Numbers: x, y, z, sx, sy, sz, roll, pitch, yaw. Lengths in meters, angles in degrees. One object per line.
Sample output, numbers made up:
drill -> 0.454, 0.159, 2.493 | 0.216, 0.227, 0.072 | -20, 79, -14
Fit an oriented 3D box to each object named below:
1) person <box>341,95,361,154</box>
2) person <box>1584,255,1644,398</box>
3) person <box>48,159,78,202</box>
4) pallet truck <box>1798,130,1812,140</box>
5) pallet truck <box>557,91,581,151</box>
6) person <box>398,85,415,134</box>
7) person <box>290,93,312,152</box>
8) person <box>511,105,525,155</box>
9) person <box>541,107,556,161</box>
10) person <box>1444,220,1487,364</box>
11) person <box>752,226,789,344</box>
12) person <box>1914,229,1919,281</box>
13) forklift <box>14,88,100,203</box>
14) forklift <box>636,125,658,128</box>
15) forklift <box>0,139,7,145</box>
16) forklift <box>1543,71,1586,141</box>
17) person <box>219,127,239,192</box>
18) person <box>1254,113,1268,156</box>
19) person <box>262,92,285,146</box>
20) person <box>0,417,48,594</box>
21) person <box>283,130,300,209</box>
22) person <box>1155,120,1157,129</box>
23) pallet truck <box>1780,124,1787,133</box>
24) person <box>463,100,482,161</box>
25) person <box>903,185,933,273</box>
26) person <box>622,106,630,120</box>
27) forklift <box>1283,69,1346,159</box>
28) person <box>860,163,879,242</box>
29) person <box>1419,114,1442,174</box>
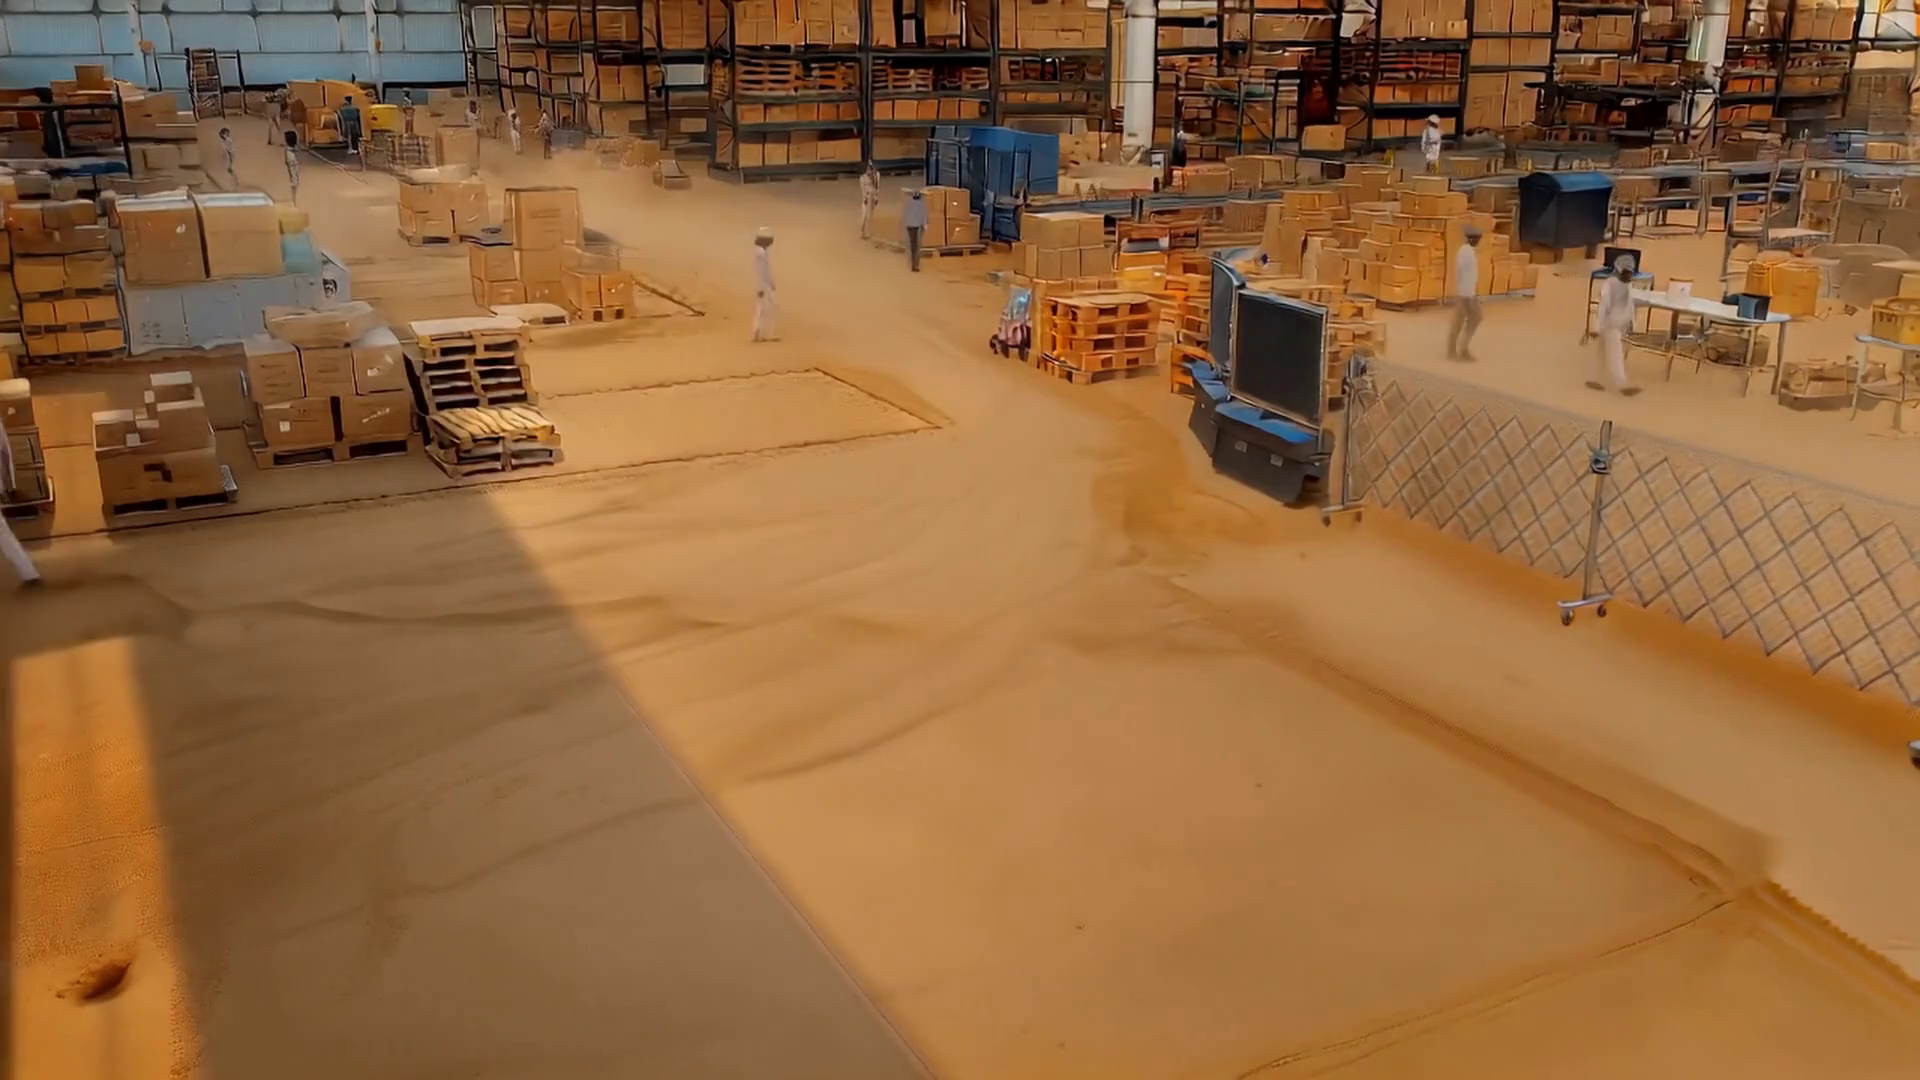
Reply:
person -> -20.482, -13.988, 55.963 | 0.636, 1.937, 0.358 | 9, 20, 26
person -> 8.355, -2.704, 21.020 | 0.623, 1.781, 0.912 | -13, 22, -36
person -> -17.857, -6.711, 33.353 | 0.560, 1.895, 0.786 | 4, 18, 13
pallet truck -> 25.526, -11.556, 49.408 | 1.630, 1.274, 0.653 | -9, 20, -26
pallet truck -> -13.495, -14.412, 57.188 | 0.823, 1.965, 1.885 | -3, 18, -9
person -> -20.972, -16.261, 63.100 | 0.573, 1.893, 0.925 | -8, 19, -23
person -> -22.566, -14.249, 56.783 | 0.628, 1.948, 1.047 | -17, 24, -42
person -> -14.821, -13.713, 55.583 | 0.315, 1.641, 0.515 | -14, 23, -37
person -> -13.245, -13.030, 53.362 | 0.320, 1.695, 0.537 | -14, 23, -37
person -> 6.998, -3.396, 22.868 | 0.571, 1.974, 0.662 | 10, 20, 28
person -> -2.764, -3.711, 24.277 | 0.658, 1.723, 0.489 | -3, 18, -8
person -> 17.458, -5.542, 29.687 | 0.593, 1.899, 0.455 | 7, 19, 22
forklift -> -22.723, -9.866, 41.591 | 1.873, 2.768, 1.129 | -9, 20, -26
forklift -> -13.297, -18.107, 67.284 | 1.873, 2.768, 1.129 | -9, 20, -26
forklift -> -35.006, -15.382, 58.790 | 1.873, 2.768, 1.129 | -9, 20, -26
forklift -> 18.685, -13.231, 52.085 | 1.873, 2.768, 1.129 | -9, 20, -26
person -> -18.535, -9.538, 42.211 | 0.329, 1.865, 0.514 | -8, 20, -24
person -> 8.377, -10.861, 46.215 | 0.356, 1.938, 0.543 | 15, 23, 40
person -> -24.493, -14.988, 59.180 | 0.647, 1.892, 1.033 | -16, 24, -41
person -> -8.169, -0.433, 13.877 | 0.992, 1.835, 0.594 | 2, 18, 7
person -> -15.849, -8.727, 39.514 | 0.373, 1.966, 0.607 | -4, 18, -12
person -> 6.612, -14.372, 57.619 | 0.901, 1.636, 0.541 | 16, 24, 40
pallet truck -> 25.206, -12.542, 52.601 | 1.601, 1.201, 0.680 | 0, 18, -2
person -> -15.686, -13.187, 53.539 | 0.593, 1.898, 0.688 | -13, 22, -36
person -> -0.762, -5.770, 30.892 | 0.504, 1.601, 0.739 | -9, 20, -26
person -> -12.430, -15.603, 61.165 | 0.624, 1.838, 0.430 | -12, 21, -32
forklift -> 11.615, -13.871, 54.079 | 1.129, 2.768, 1.873 | -9, 20, -27
person -> -1.900, -7.106, 34.991 | 0.311, 1.636, 0.521 | 12, 21, 33
person -> 12.786, -10.481, 44.951 | 0.636, 1.981, 1.065 | -7, 19, -21
